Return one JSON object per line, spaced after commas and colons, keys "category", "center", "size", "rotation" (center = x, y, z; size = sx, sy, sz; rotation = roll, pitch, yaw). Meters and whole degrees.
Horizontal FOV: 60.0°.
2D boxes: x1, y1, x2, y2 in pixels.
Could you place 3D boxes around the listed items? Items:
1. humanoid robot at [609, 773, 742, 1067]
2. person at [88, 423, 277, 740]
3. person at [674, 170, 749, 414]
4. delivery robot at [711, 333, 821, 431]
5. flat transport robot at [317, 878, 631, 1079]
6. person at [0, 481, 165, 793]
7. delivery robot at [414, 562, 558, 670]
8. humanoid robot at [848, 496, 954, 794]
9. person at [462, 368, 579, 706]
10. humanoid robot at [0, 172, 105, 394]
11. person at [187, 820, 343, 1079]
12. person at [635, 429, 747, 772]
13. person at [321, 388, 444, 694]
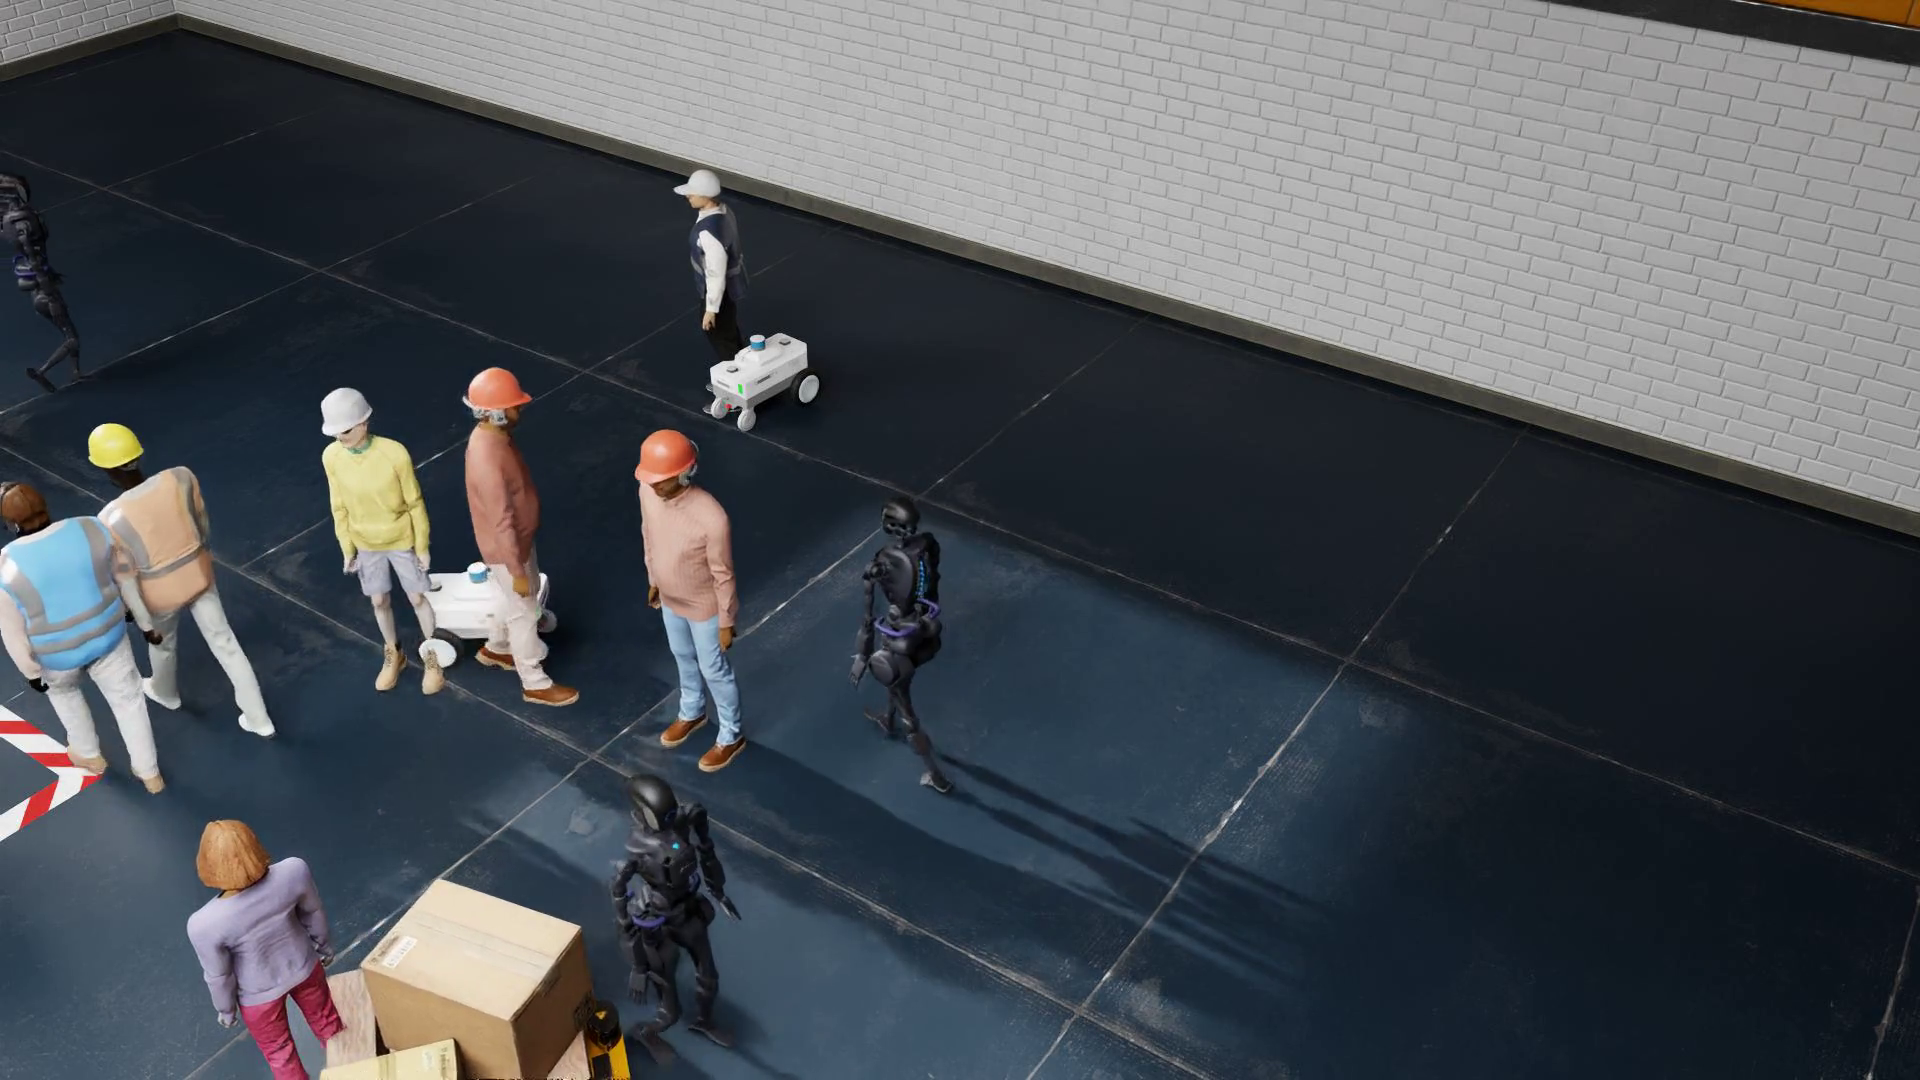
{"category": "humanoid robot", "center": [-1.183, 1.557, 6.817], "size": [0.373, 1.647, 0.584], "rotation": [21, 40, 27]}
{"category": "person", "center": [-4.074, 0.208, 8.566], "size": [0.954, 1.879, 0.592], "rotation": [25, 42, 31]}
{"category": "person", "center": [-1.667, -1.701, 11.393], "size": [0.441, 1.756, 0.775], "rotation": [-1, 35, -1]}
{"category": "delivery robot", "center": [-1.390, -1.154, 11.669], "size": [0.499, 0.601, 0.802], "rotation": [25, 42, 32]}
{"category": "flat transport robot", "center": [-2.087, 2.366, 6.882], "size": [1.431, 0.231, 0.659], "rotation": [-10, 36, -14]}
{"category": "person", "center": [-4.410, 0.453, 8.268], "size": [0.642, 1.813, 0.750], "rotation": [-28, 44, -34]}
{"category": "delivery robot", "center": [-2.726, 0.405, 9.451], "size": [0.796, 0.613, 0.499], "rotation": [0, 35, 0]}
{"category": "humanoid robot", "center": [-0.277, 0.509, 8.363], "size": [0.776, 1.639, 0.591], "rotation": [26, 43, 32]}
{"category": "person", "center": [-2.410, 0.021, 8.760], "size": [0.567, 2.002, 0.652], "rotation": [-4, 35, -6]}
{"category": "humanoid robot", "center": [-6.450, -1.785, 11.590], "size": [0.448, 1.647, 0.609], "rotation": [-17, 38, -23]}
{"category": "person", "center": [-2.708, 1.736, 6.589], "size": [0.264, 1.631, 0.506], "rotation": [26, 43, 32]}
{"category": "person", "center": [-1.366, 0.299, 8.345], "size": [0.633, 1.986, 0.412], "rotation": [27, 43, 33]}
{"category": "person", "center": [-3.058, 0.005, 8.855], "size": [0.498, 1.883, 0.398], "rotation": [0, 35, 0]}
